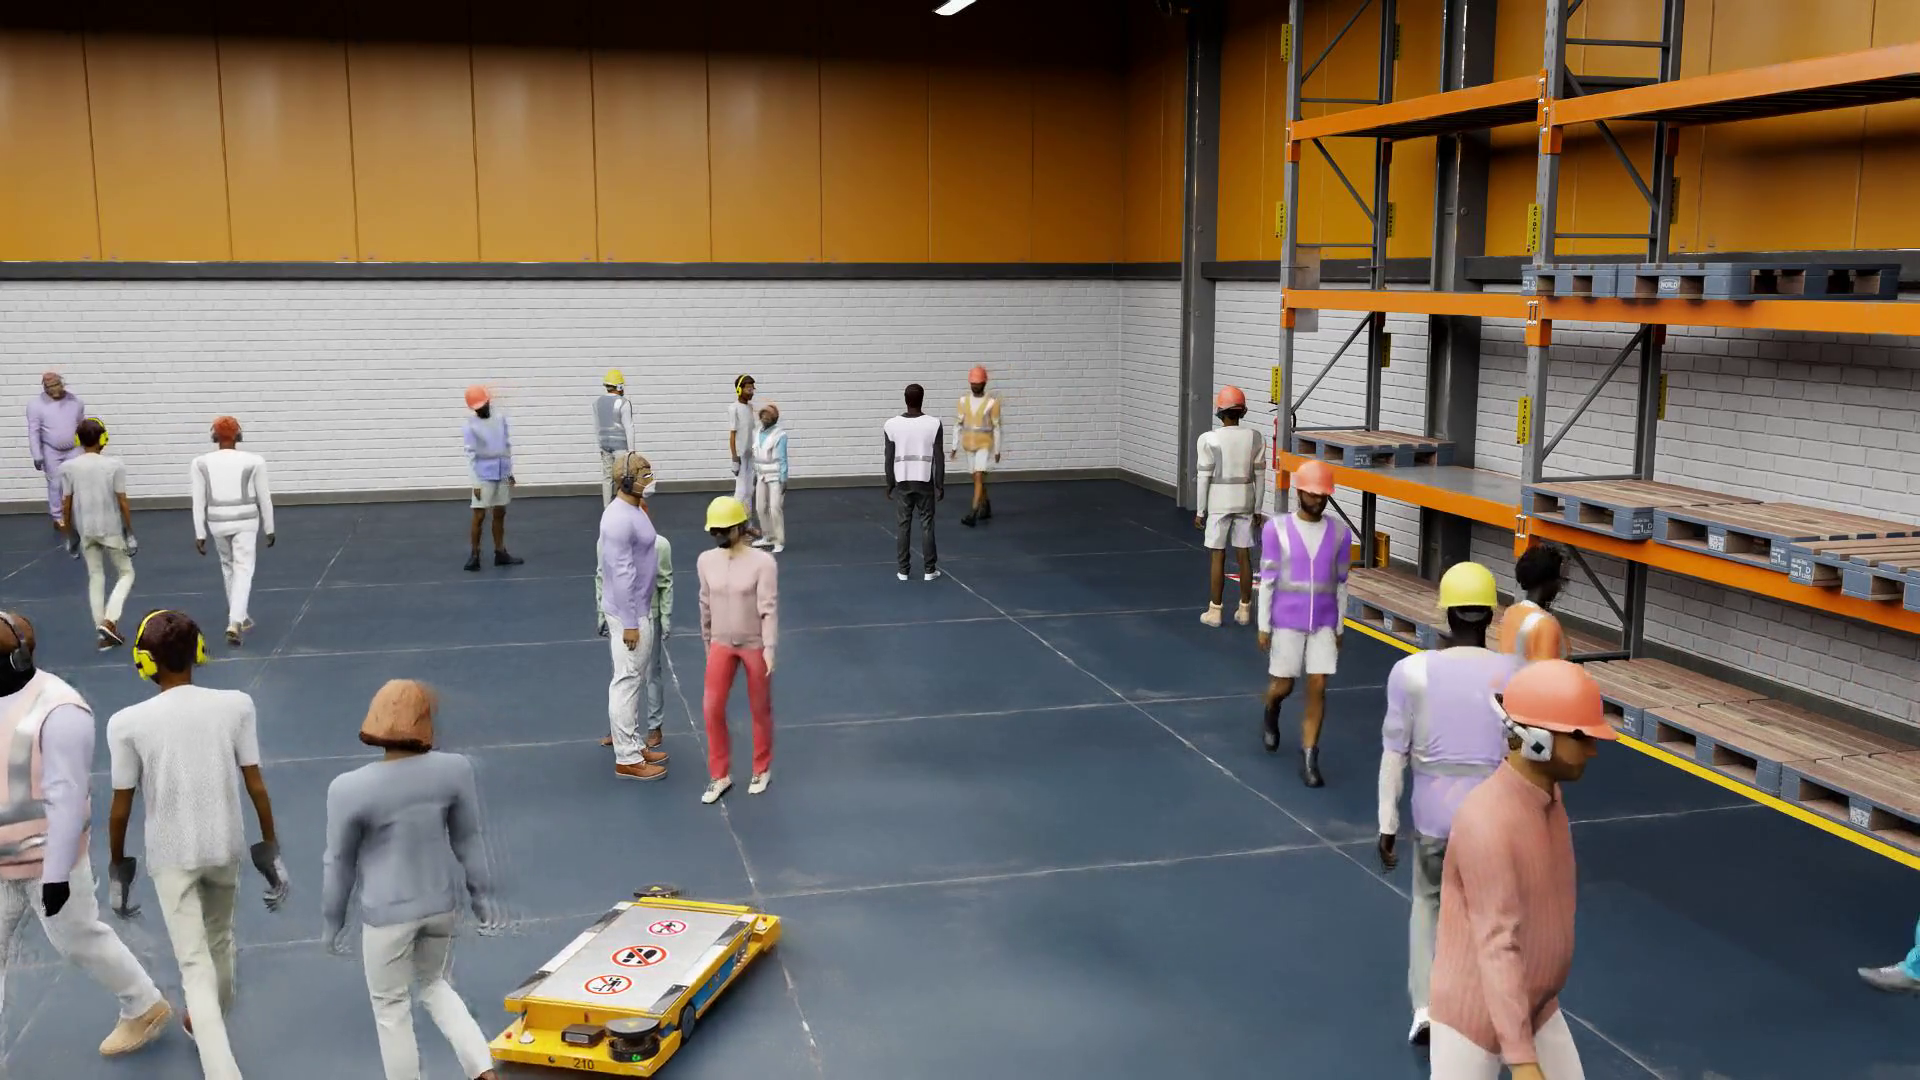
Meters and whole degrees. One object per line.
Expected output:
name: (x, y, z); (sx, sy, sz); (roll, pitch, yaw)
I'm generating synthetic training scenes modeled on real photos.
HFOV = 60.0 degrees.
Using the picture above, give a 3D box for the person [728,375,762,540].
person: (-2.410, -0.925, 18.685); (0.347, 1.855, 0.532); (3, 10, 19)

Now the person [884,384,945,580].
person: (-0.440, -0.559, 16.185); (0.588, 1.920, 0.390); (1, 9, 5)

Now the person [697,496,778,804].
person: (-1.263, 0.623, 9.383); (0.538, 1.739, 0.659); (2, 9, 14)

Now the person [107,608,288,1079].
person: (-2.751, 1.139, 5.961); (0.551, 1.804, 0.990); (-8, 12, -41)

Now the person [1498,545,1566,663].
person: (2.757, 0.871, 8.062); (0.376, 1.683, 0.547); (1, 9, 4)

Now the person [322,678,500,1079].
person: (-1.869, 1.279, 5.668); (0.441, 1.616, 0.482); (7, 12, 38)

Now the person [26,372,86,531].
person: (-10.392, -1.013, 19.192); (0.663, 1.866, 0.655); (-8, 12, -43)

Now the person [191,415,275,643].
person: (-5.927, -0.093, 13.552); (0.581, 1.849, 0.973); (-2, 9, -10)

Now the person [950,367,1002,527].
person: (0.203, -1.117, 19.811); (0.550, 1.887, 1.011); (5, 10, 27)

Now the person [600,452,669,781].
person: (-1.938, 0.444, 9.871); (0.373, 1.940, 0.630); (-1, 9, -6)

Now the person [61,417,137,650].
person: (-6.792, -0.045, 13.157); (0.543, 1.860, 0.413); (-1, 9, -5)

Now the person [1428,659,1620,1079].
person: (1.570, 1.300, 4.468); (0.934, 1.949, 0.632); (9, 12, 43)

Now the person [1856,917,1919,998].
person: (4.192, 1.006, 6.793); (0.649, 1.808, 0.623); (-7, 12, -39)

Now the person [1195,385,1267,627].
person: (2.275, -0.284, 14.076); (0.607, 2.048, 0.370); (-2, 9, -12)

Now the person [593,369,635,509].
person: (-4.136, -1.141, 20.081); (0.590, 1.837, 0.403); (6, 11, 31)

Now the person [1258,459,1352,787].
person: (2.026, 0.453, 9.861); (0.552, 1.916, 0.700); (-1, 9, -4)

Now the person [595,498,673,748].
person: (-2.050, 0.498, 10.477); (0.501, 1.633, 0.286); (2, 9, 10)

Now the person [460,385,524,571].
person: (-4.719, -0.631, 16.782); (0.365, 1.884, 0.670); (6, 11, 31)

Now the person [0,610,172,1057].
person: (-3.386, 1.127, 6.080); (0.640, 1.804, 0.910); (4, 10, 21)

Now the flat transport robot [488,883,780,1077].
flat transport robot: (-1.287, 1.763, 6.823); (0.652, 0.197, 1.431); (2, 9, 13)

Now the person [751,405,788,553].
person: (-2.022, -0.654, 17.779); (0.590, 1.606, 0.406); (8, 12, 42)

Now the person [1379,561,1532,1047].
person: (1.903, 1.032, 6.291); (0.606, 1.907, 0.440); (3, 10, 17)
